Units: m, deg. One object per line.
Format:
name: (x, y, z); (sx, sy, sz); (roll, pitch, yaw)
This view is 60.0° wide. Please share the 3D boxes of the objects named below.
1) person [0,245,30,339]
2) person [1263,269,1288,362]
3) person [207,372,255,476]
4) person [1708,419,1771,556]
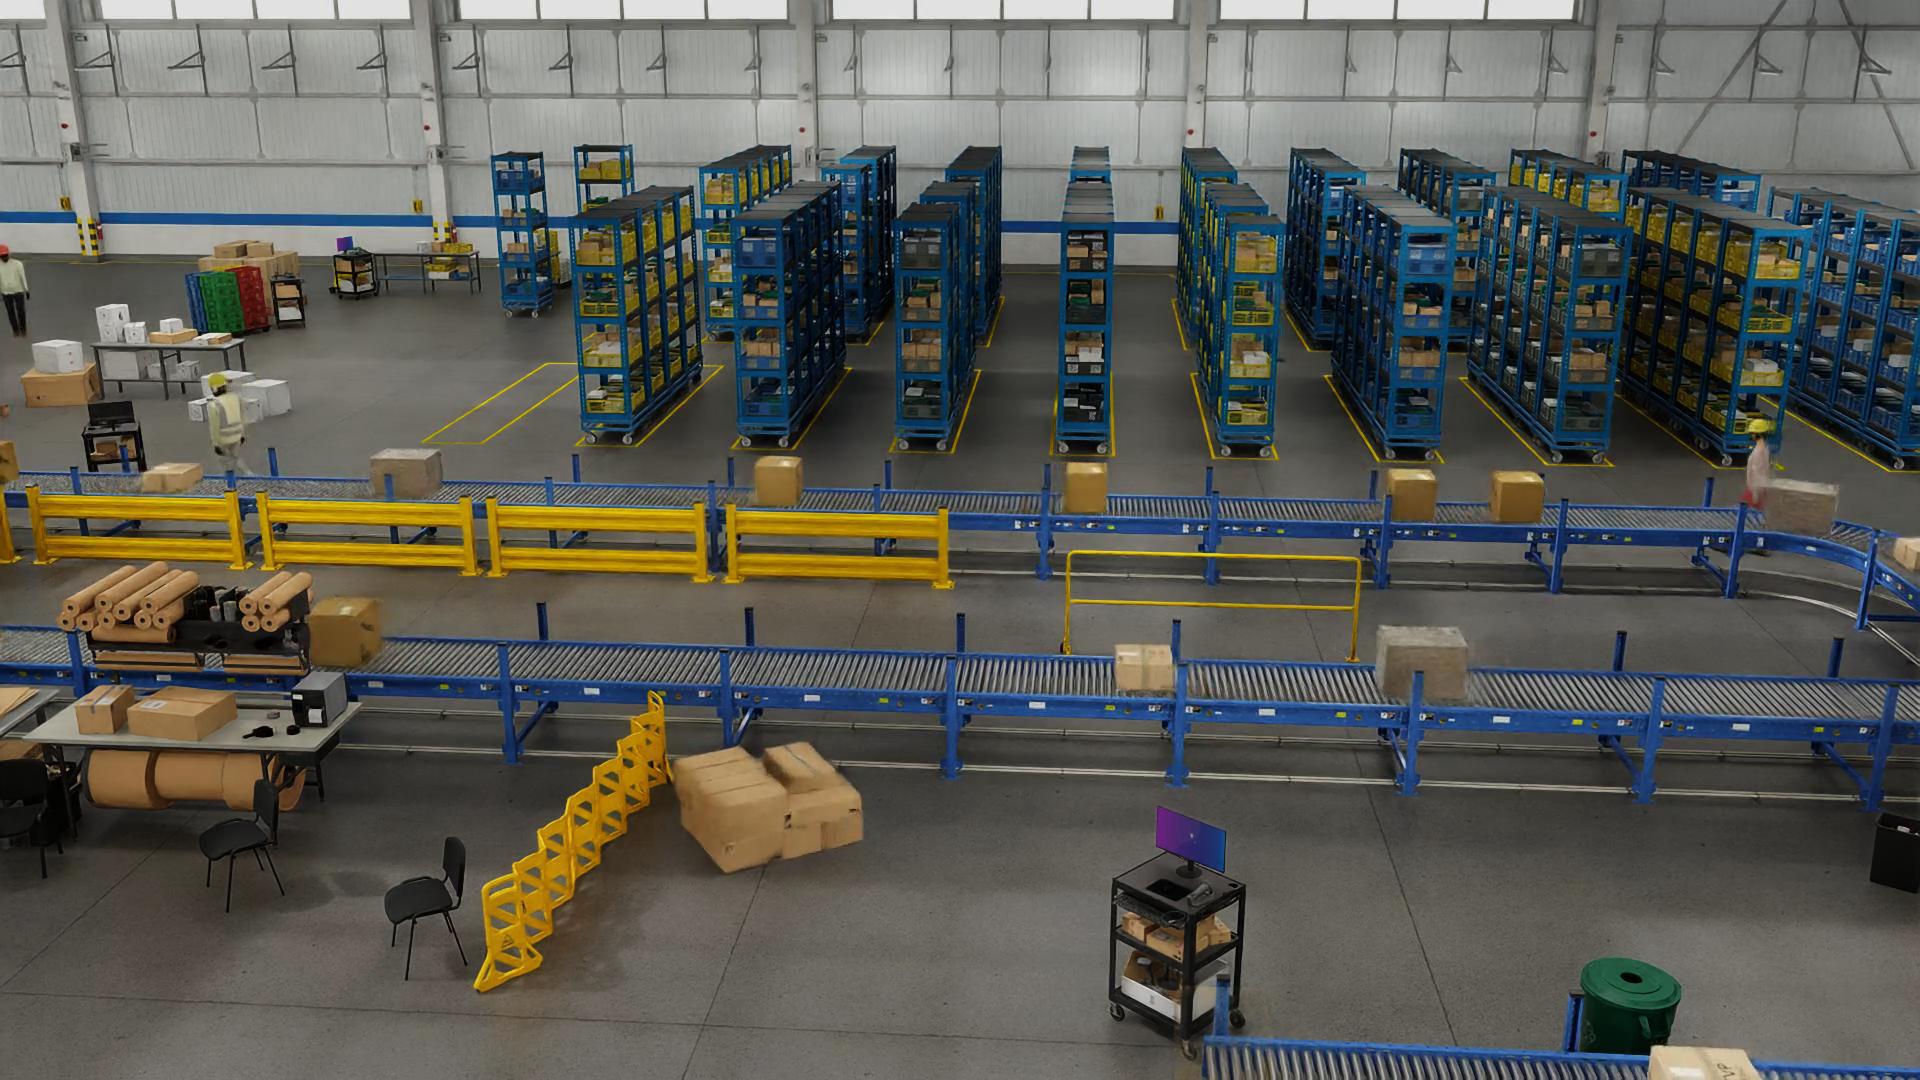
person: (-19.823, -5.158, 34.714); (0.666, 1.955, 0.911); (-8, 19, -23)
person: (6.122, -4.369, 32.423); (0.501, 1.833, 0.565); (2, 18, 7)
person: (-10.168, -1.440, 23.146); (0.588, 1.819, 0.607); (7, 19, 22)
person: (9.830, -0.662, 20.814); (0.795, 1.733, 0.559); (11, 21, 31)
